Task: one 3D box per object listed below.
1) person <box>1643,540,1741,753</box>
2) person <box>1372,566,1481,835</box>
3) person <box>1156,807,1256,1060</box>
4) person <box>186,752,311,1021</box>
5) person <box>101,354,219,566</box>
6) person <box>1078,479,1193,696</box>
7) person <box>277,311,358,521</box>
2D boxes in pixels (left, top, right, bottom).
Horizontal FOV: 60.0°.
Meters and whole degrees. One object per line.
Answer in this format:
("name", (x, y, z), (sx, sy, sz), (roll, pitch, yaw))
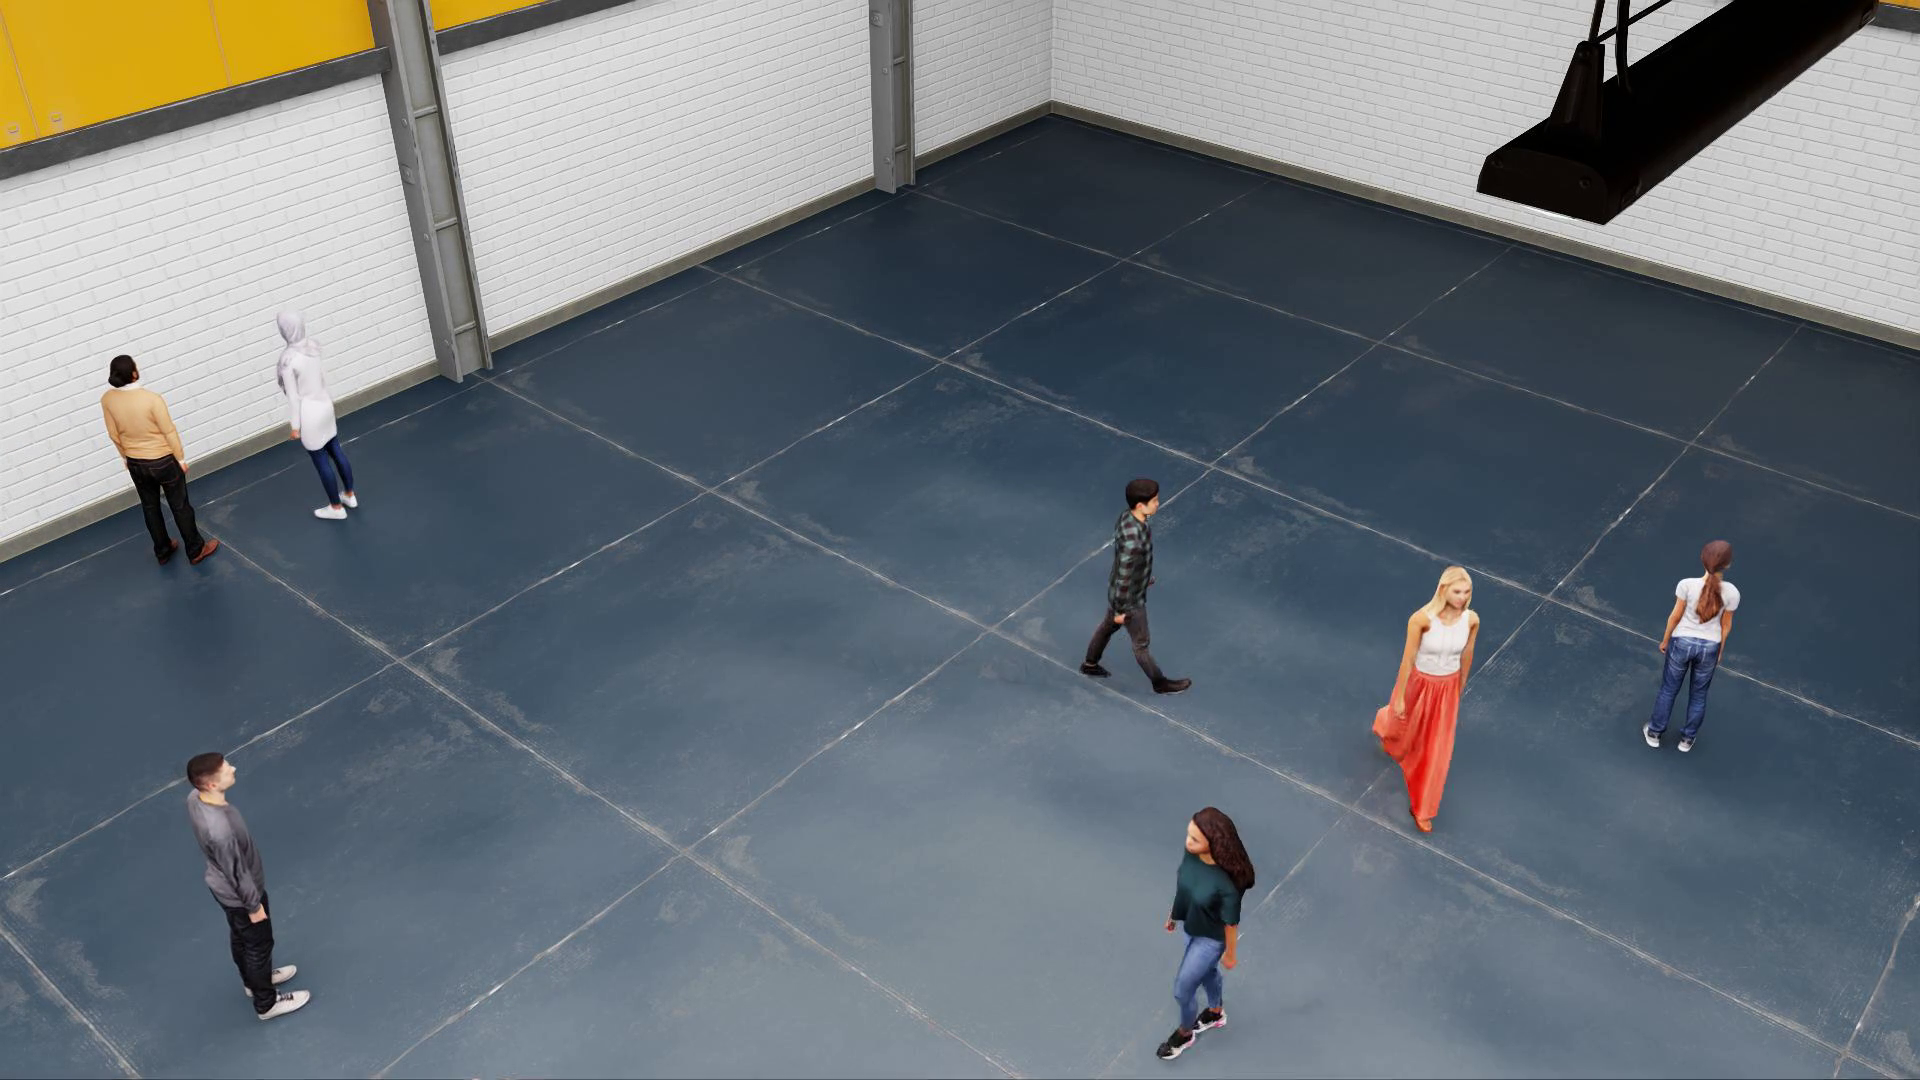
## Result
("person", (4.740, 0.676, 10.728), (0.598, 1.562, 0.604), (12, 35, 17))
("person", (2.841, 0.881, 10.221), (1.065, 1.781, 1.151), (-2, 34, -3))
("person", (1.351, 2.014, 8.681), (0.832, 1.599, 0.750), (-14, 36, -20))
("person", (-3.842, 1.828, 8.814), (0.580, 1.760, 0.644), (-25, 41, -33))
("person", (-6.052, -0.596, 12.467), (0.754, 1.755, 0.788), (1, 34, 2))
("person", (1.052, 0.314, 11.275), (1.088, 1.692, 1.115), (3, 34, 5))
("person", (-5.051, -0.976, 13.021), (0.751, 1.775, 0.612), (10, 35, 14))
